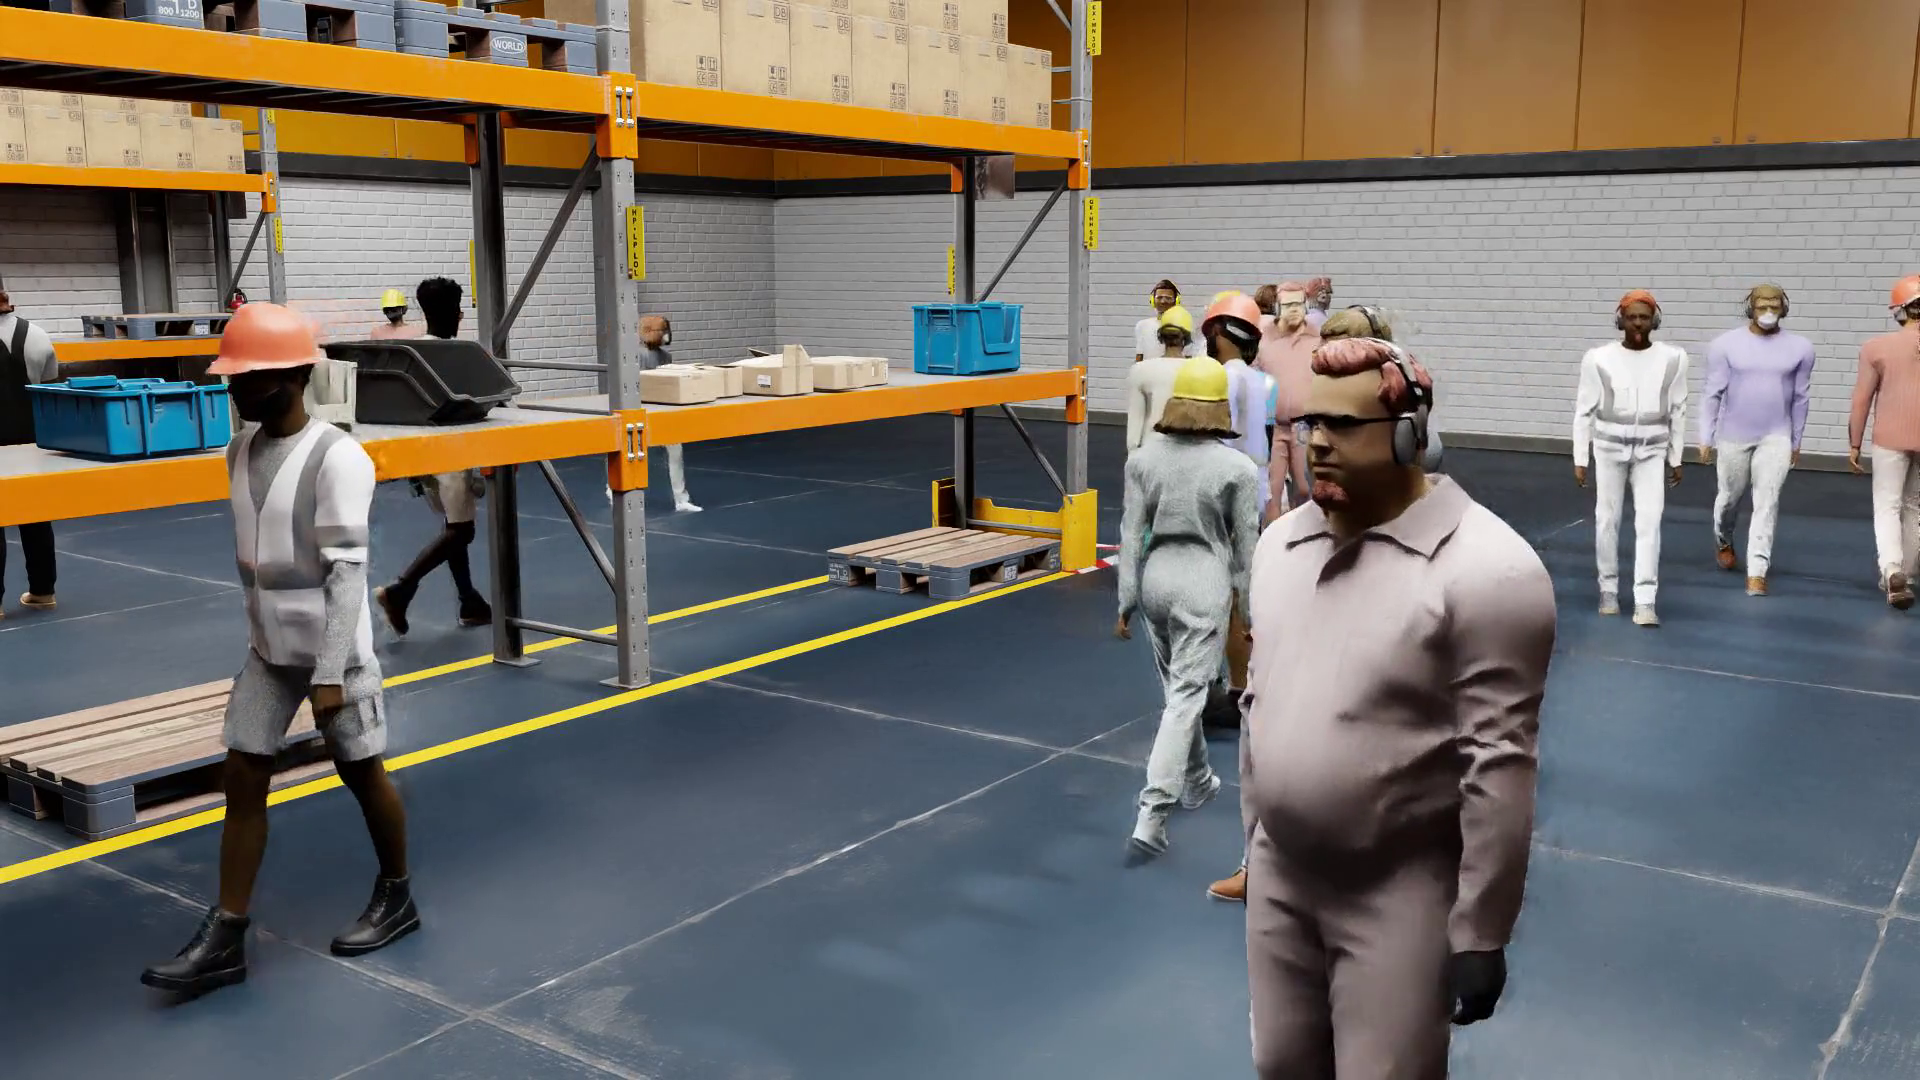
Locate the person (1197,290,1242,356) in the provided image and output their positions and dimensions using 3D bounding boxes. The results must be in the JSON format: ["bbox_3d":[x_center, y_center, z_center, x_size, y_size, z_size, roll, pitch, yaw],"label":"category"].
[{"bbox_3d":[1.857,-0.925,12.229,0.546,1.809,0.608,2,10,13],"label":"person"}]

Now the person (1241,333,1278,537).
[{"bbox_3d":[1.665,-0.508,10.139,0.525,1.671,0.680,-1,10,-9],"label":"person"}]

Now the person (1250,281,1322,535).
[{"bbox_3d":[2.130,-0.721,10.794,0.653,1.896,0.428,0,10,0],"label":"person"}]

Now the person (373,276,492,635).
[{"bbox_3d":[-2.827,-0.447,8.972,0.616,1.945,0.815,9,13,41],"label":"person"}]

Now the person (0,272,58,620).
[{"bbox_3d":[-5.503,-0.569,9.429,0.537,2.000,0.683,5,11,26],"label":"person"}]

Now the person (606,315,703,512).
[{"bbox_3d":[-2.513,-1.023,13.446,0.817,1.598,0.498,5,11,29],"label":"person"}]

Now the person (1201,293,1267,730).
[{"bbox_3d":[1.130,-0.110,7.177,0.416,1.881,0.653,6,11,30],"label":"person"}]

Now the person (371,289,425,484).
[{"bbox_3d":[-5.091,-1.384,15.098,0.525,1.769,0.316,0,10,1],"label":"person"}]

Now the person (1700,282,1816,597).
[{"bbox_3d":[4.938,-0.657,10.376,0.634,1.908,0.959,3,10,18],"label":"person"}]

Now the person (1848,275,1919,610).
[{"bbox_3d":[5.574,-0.570,9.730,0.658,1.953,0.898,3,10,15],"label":"person"}]

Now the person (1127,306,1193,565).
[{"bbox_3d":[1.293,-0.536,10.087,0.538,1.748,0.430,4,10,20],"label":"person"}]

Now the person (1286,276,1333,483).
[{"bbox_3d":[3.084,-1.367,14.649,0.484,1.891,0.649,-2,10,-9],"label":"person"}]

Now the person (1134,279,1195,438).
[{"bbox_3d":[1.638,-1.162,13.452,0.514,1.876,0.328,2,10,10],"label":"person"}]

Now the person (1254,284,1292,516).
[{"bbox_3d":[2.380,-1.066,12.979,0.624,1.845,0.430,7,12,34],"label":"person"}]

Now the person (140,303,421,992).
[{"bbox_3d":[-1.908,0.309,4.612,0.573,1.897,0.901,5,11,29],"label":"person"}]

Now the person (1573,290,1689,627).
[{"bbox_3d":[3.739,-0.450,9.279,0.606,1.848,0.839,2,10,15],"label":"person"}]

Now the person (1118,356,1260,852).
[{"bbox_3d":[0.786,0.206,5.837,0.488,1.696,0.908,5,11,29],"label":"person"}]

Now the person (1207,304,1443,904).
[{"bbox_3d":[1.314,0.213,5.231,0.974,1.906,0.635,-4,10,-22],"label":"person"}]

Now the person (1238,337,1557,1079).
[{"bbox_3d":[0.738,0.586,2.974,0.573,1.894,0.661,-6,11,-33],"label":"person"}]
